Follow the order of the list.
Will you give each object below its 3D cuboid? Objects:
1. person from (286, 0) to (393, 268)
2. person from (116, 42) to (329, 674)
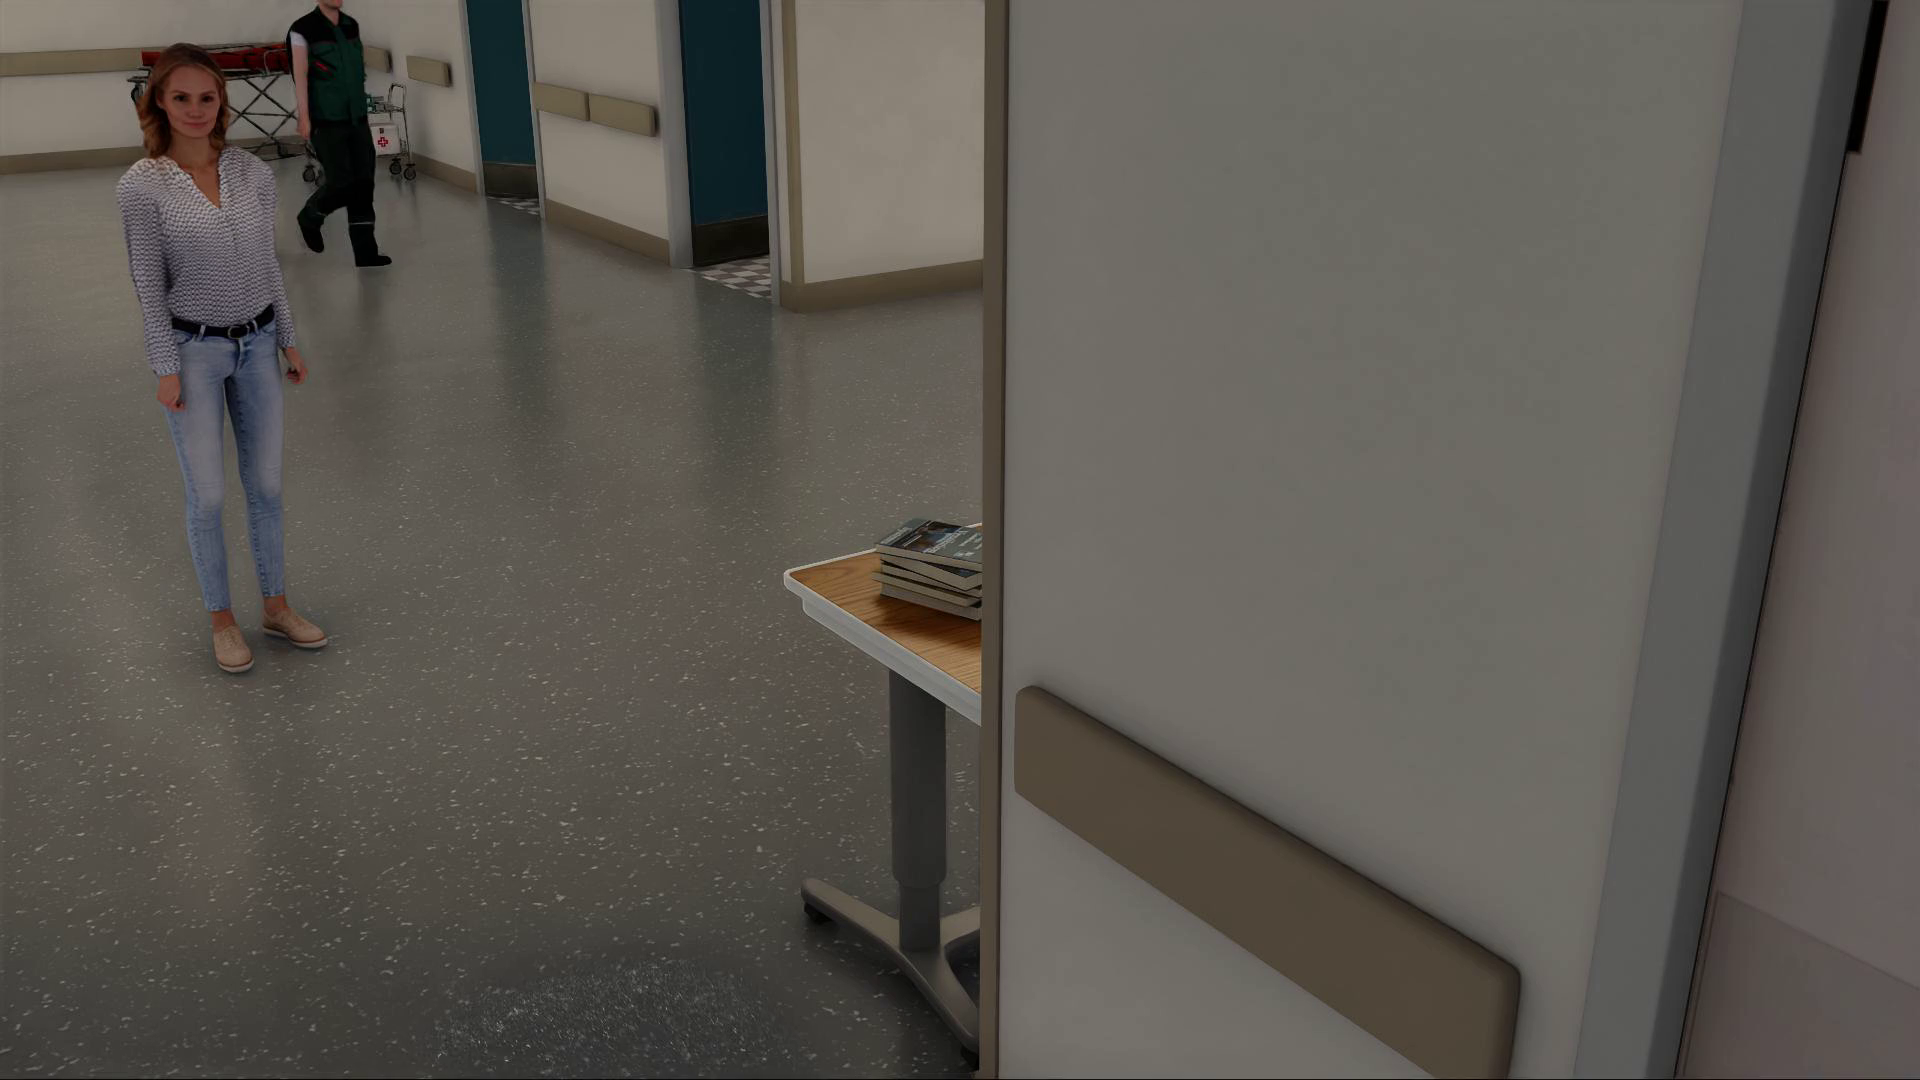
[{"bbox_3d":[-3.900,-2.603,10.292,1.029,1.827,0.881,12,24,28],"label":"person"},{"bbox_3d":[-2.140,-0.512,4.819,0.578,1.793,0.631,18,27,39],"label":"person"}]
